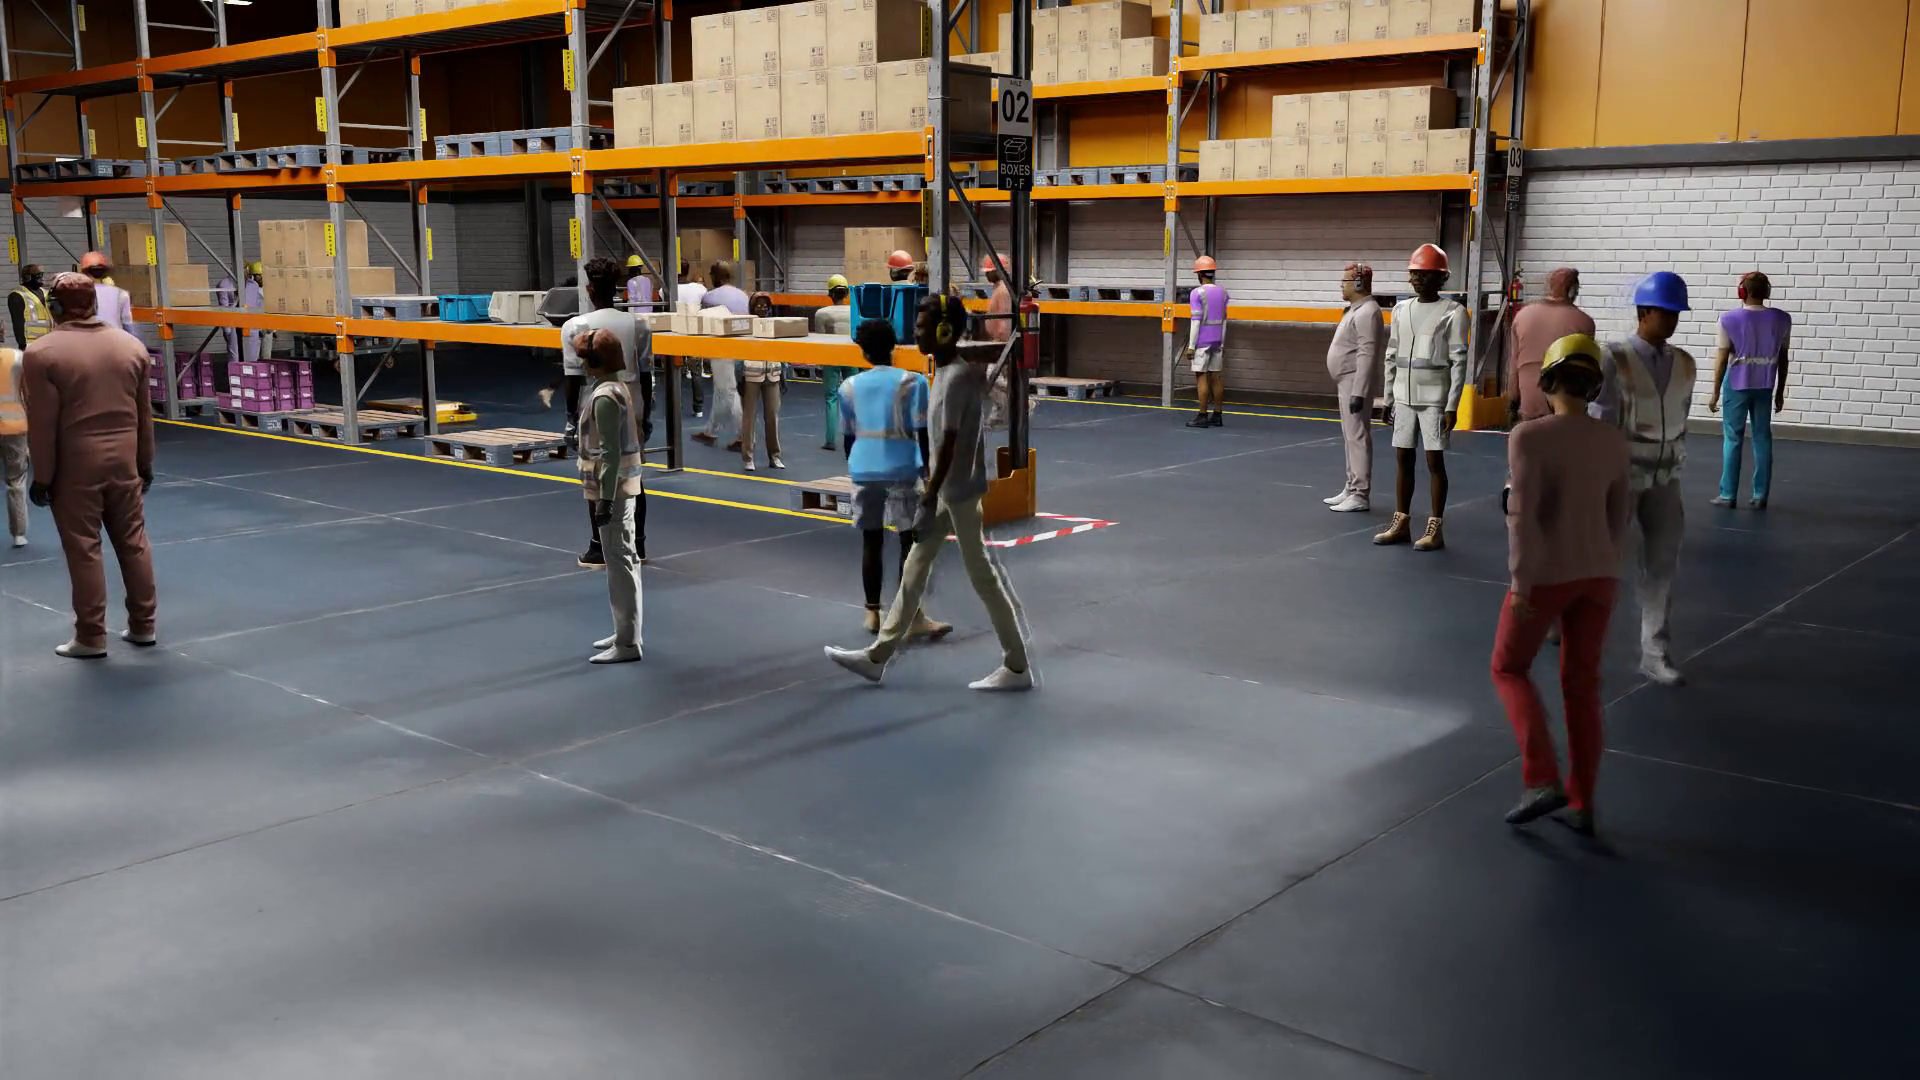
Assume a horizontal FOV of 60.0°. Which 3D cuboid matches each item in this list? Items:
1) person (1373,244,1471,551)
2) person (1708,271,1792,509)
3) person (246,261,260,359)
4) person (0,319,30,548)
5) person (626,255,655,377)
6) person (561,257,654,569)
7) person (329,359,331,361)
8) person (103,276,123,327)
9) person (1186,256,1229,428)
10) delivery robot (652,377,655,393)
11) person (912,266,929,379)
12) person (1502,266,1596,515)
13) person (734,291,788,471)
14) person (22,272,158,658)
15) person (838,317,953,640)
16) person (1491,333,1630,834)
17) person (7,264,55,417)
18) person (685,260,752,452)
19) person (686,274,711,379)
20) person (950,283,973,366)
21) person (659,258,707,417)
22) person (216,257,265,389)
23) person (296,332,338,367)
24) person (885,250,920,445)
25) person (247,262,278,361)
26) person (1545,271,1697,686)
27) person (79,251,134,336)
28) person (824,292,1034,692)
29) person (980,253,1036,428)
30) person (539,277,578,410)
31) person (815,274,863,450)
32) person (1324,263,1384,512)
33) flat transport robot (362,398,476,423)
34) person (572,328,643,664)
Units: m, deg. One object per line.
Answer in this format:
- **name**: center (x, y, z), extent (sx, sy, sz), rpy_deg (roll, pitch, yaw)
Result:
- **person**: center (3.101, -0.953, 11.187), extent (0.366, 2.048, 0.607), rpy_deg (-9, 13, -40)
- **person**: center (6.129, -1.153, 12.911), extent (0.570, 1.840, 0.373), rpy_deg (0, 10, 0)
- **person**: center (-11.688, -3.682, 27.373), extent (0.404, 1.821, 0.587), rpy_deg (-5, 11, -24)
- **person**: center (-6.389, -0.715, 11.039), extent (0.533, 1.624, 0.622), rpy_deg (-6, 12, -30)
- **person**: center (-4.869, -3.346, 25.194), extent (0.402, 1.919, 0.588), rpy_deg (4, 11, 21)
- **person**: center (-2.223, -0.796, 10.524), extent (0.607, 1.966, 0.367), rpy_deg (-7, 12, -35)
- **person**: center (-11.225, -4.012, 29.809), extent (0.509, 1.629, 0.307), rpy_deg (8, 13, 38)
- **person**: center (-9.592, -2.134, 18.817), extent (0.484, 1.732, 0.564), rpy_deg (-10, 14, -44)
- **person**: center (2.767, -2.232, 18.788), extent (0.550, 1.933, 0.373), rpy_deg (-7, 12, -36)
- **delivery robot**: center (-4.172, -1.928, 20.719), extent (0.707, 0.478, 0.477), rpy_deg (0, 10, 2)
- **person**: center (-0.298, -1.966, 17.576), extent (0.636, 1.847, 0.571), rpy_deg (-4, 11, -23)
- **person**: center (4.264, -1.031, 12.071), extent (0.504, 1.889, 0.669), rpy_deg (-9, 13, -41)
- **person**: center (-1.817, -1.449, 15.195), extent (0.520, 1.634, 0.312), rpy_deg (-6, 12, -30)
- **person**: center (-4.329, -0.370, 8.274), extent (0.403, 1.904, 0.651), rpy_deg (6, 11, 29)
- **person**: center (-0.340, -0.321, 8.669), extent (0.676, 1.662, 0.386), rpy_deg (5, 11, 25)
- **person**: center (2.104, 0.149, 5.831), extent (0.556, 1.718, 0.522), rpy_deg (-3, 11, -18)
- **person**: center (-11.089, -2.385, 19.970), extent (0.430, 1.835, 0.622), rpy_deg (2, 10, 9)
- **person**: center (-2.437, -1.843, 16.687), extent (0.986, 1.896, 0.650), rpy_deg (6, 11, 29)
- **person**: center (-4.082, -3.318, 25.858), extent (0.284, 1.626, 0.496), rpy_deg (6, 12, 31)
- **person**: center (-0.101, -2.065, 18.696), extent (0.507, 1.631, 0.266), rpy_deg (-2, 10, -13)
- **person**: center (-3.303, -2.418, 19.943), extent (0.582, 1.911, 0.392), rpy_deg (-3, 10, -15)
- **person**: center (-9.700, -2.871, 22.521), extent (0.400, 1.905, 0.643), rpy_deg (6, 11, 29)
- **person**: center (-10.998, -3.861, 28.266), extent (1.005, 1.877, 0.647), rpy_deg (3, 10, 15)
- **person**: center (-0.590, -1.934, 16.914), extent (0.612, 1.997, 0.376), rpy_deg (-8, 13, -37)
- **person**: center (-9.713, -2.937, 23.092), extent (0.403, 1.835, 0.588), rpy_deg (4, 11, 20)
- **person**: center (3.177, -0.320, 7.947), extent (0.600, 1.926, 0.831), rpy_deg (-2, 10, -14)
- **person**: center (-8.752, -1.952, 17.045), extent (1.039, 2.003, 0.628), rpy_deg (10, 14, 44)
- **person**: center (-0.119, -0.194, 7.524), extent (0.997, 1.818, 0.552), rpy_deg (-1, 10, -5)
- **person**: center (0.493, -2.208, 18.539), extent (0.556, 1.971, 0.638), rpy_deg (-1, 10, -6)
- **person**: center (-4.830, -2.407, 20.505), extent (0.685, 1.677, 0.527), rpy_deg (-2, 10, -13)
- **person**: center (-1.219, -1.782, 16.736), extent (0.528, 1.759, 0.343), rpy_deg (-4, 11, -24)
- **person**: center (3.034, -1.173, 12.843), extent (0.409, 1.907, 0.651), rpy_deg (1, 10, 7)
- **flat transport robot**: center (-6.362, -1.521, 19.475), extent (1.431, 0.197, 0.652), rpy_deg (8, 13, 39)
- **person**: center (-1.712, -0.216, 8.153), extent (0.314, 1.638, 0.521), rpy_deg (-1, 10, -7)
